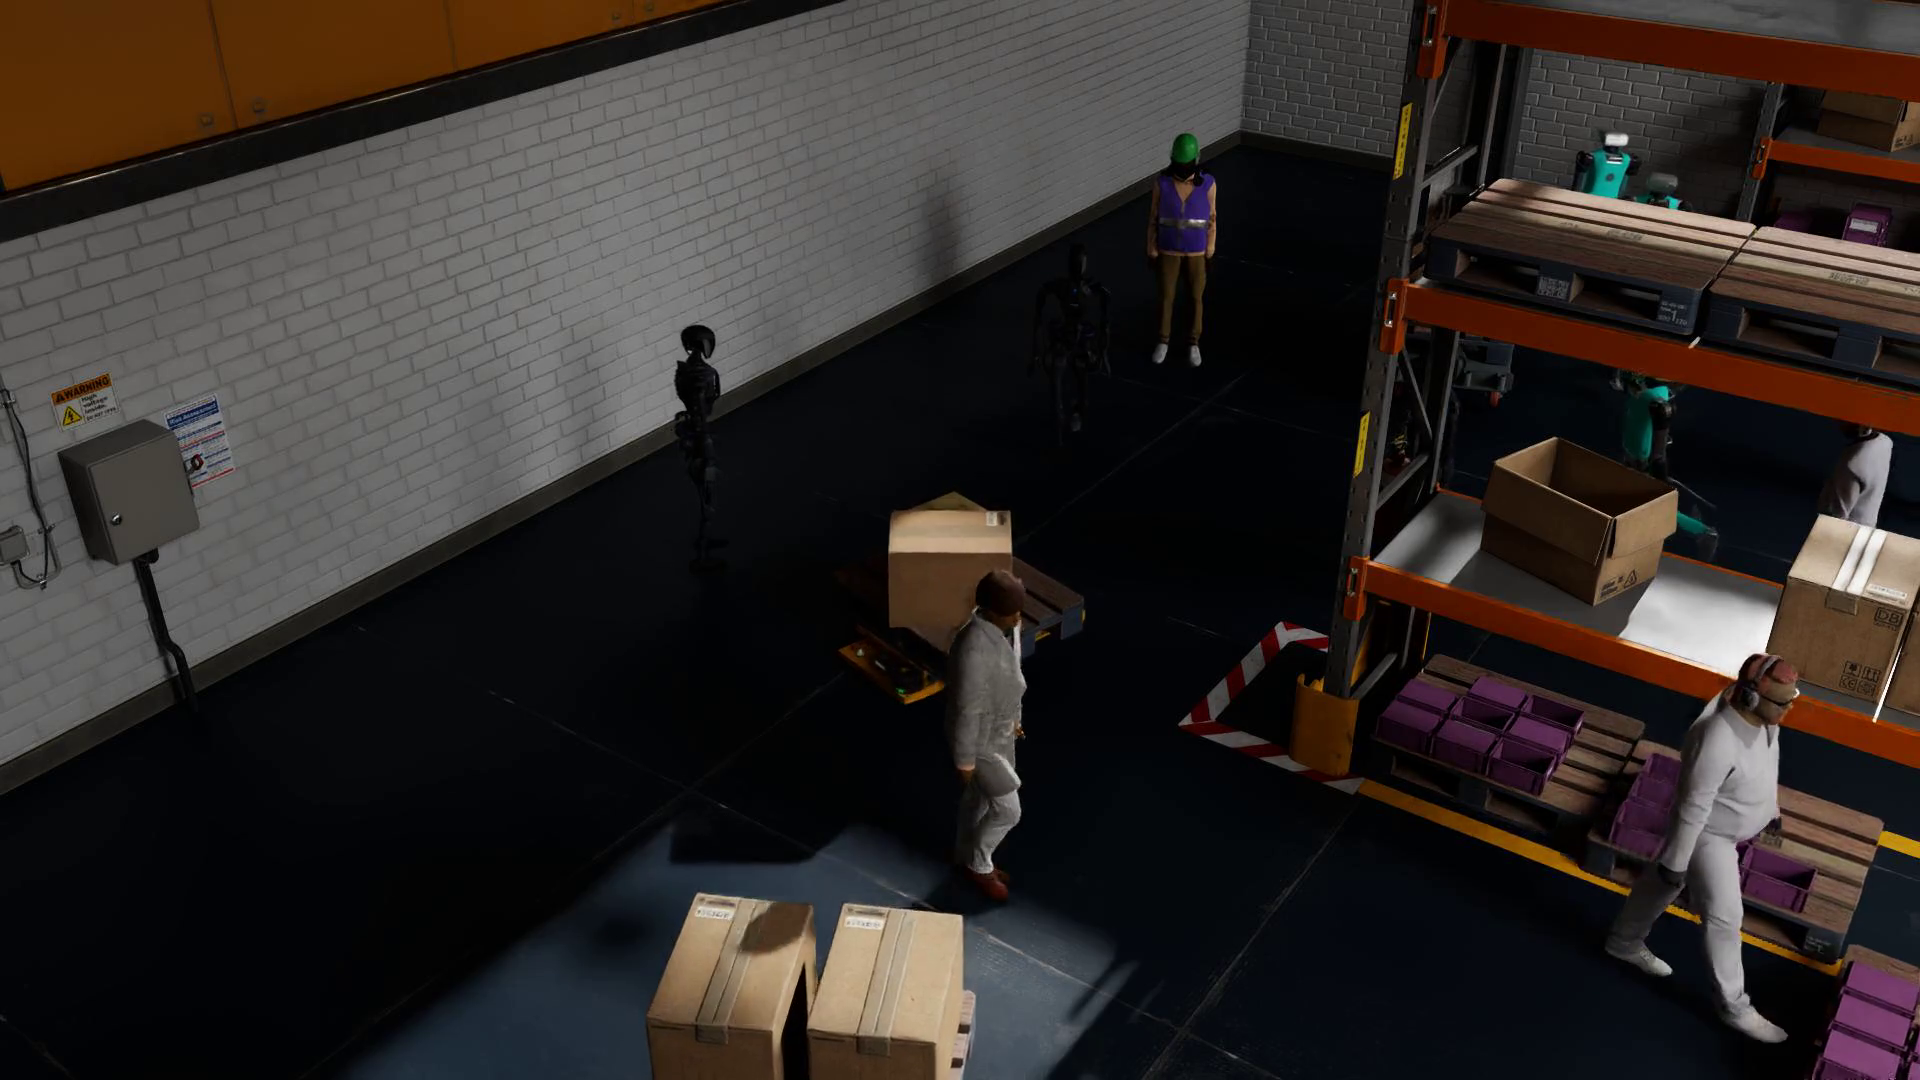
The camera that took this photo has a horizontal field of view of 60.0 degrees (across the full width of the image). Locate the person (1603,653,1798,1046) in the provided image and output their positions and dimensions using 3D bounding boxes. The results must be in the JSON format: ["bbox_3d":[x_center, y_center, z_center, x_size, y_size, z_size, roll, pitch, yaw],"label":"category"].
[{"bbox_3d":[3.373,1.293,7.194,0.922,1.864,0.661,19,35,30],"label":"person"}]

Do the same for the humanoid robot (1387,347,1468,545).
[{"bbox_3d":[2.887,-0.461,10.432,0.359,1.648,0.612,-6,30,-10],"label":"humanoid robot"}]

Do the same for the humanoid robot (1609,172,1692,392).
[{"bbox_3d":[5.279,-1.922,12.896,0.545,1.731,1.011,7,31,12],"label":"humanoid robot"}]

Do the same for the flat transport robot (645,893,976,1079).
[{"bbox_3d":[-0.593,2.398,6.879,0.659,0.231,1.431,4,30,7],"label":"flat transport robot"}]

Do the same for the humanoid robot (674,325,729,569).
[{"bbox_3d":[-1.670,-0.619,10.706,0.306,1.638,0.612,-7,31,-12],"label":"humanoid robot"}]

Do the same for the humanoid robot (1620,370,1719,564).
[{"bbox_3d":[4.441,-0.327,10.172,0.984,1.768,0.558,-1,30,-3],"label":"humanoid robot"}]

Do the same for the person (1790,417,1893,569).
[{"bbox_3d":[5.220,-0.060,9.706,0.594,1.707,0.773,-25,38,-37],"label":"person"}]

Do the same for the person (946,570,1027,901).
[{"bbox_3d":[0.167,0.923,7.897,0.495,1.810,0.541,12,32,19],"label":"person"}]

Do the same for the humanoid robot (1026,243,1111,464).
[{"bbox_3d":[0.788,-1.415,12.096,0.616,1.633,0.632,0,30,-1],"label":"humanoid robot"}]

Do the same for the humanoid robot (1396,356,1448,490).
[{"bbox_3d":[2.830,-0.352,10.244,0.379,1.636,0.618,25,38,36],"label":"humanoid robot"}]

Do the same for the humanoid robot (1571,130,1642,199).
[{"bbox_3d":[5.314,-2.651,14.176,0.589,1.779,0.824,-1,30,-2],"label":"humanoid robot"}]

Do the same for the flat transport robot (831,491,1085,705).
[{"bbox_3d":[0.024,0.537,10.108,1.431,0.231,0.659,-23,37,-34],"label":"flat transport robot"}]

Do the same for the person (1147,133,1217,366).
[{"bbox_3d":[1.790,-2.358,13.484,0.550,1.918,0.432,3,30,6],"label":"person"}]
